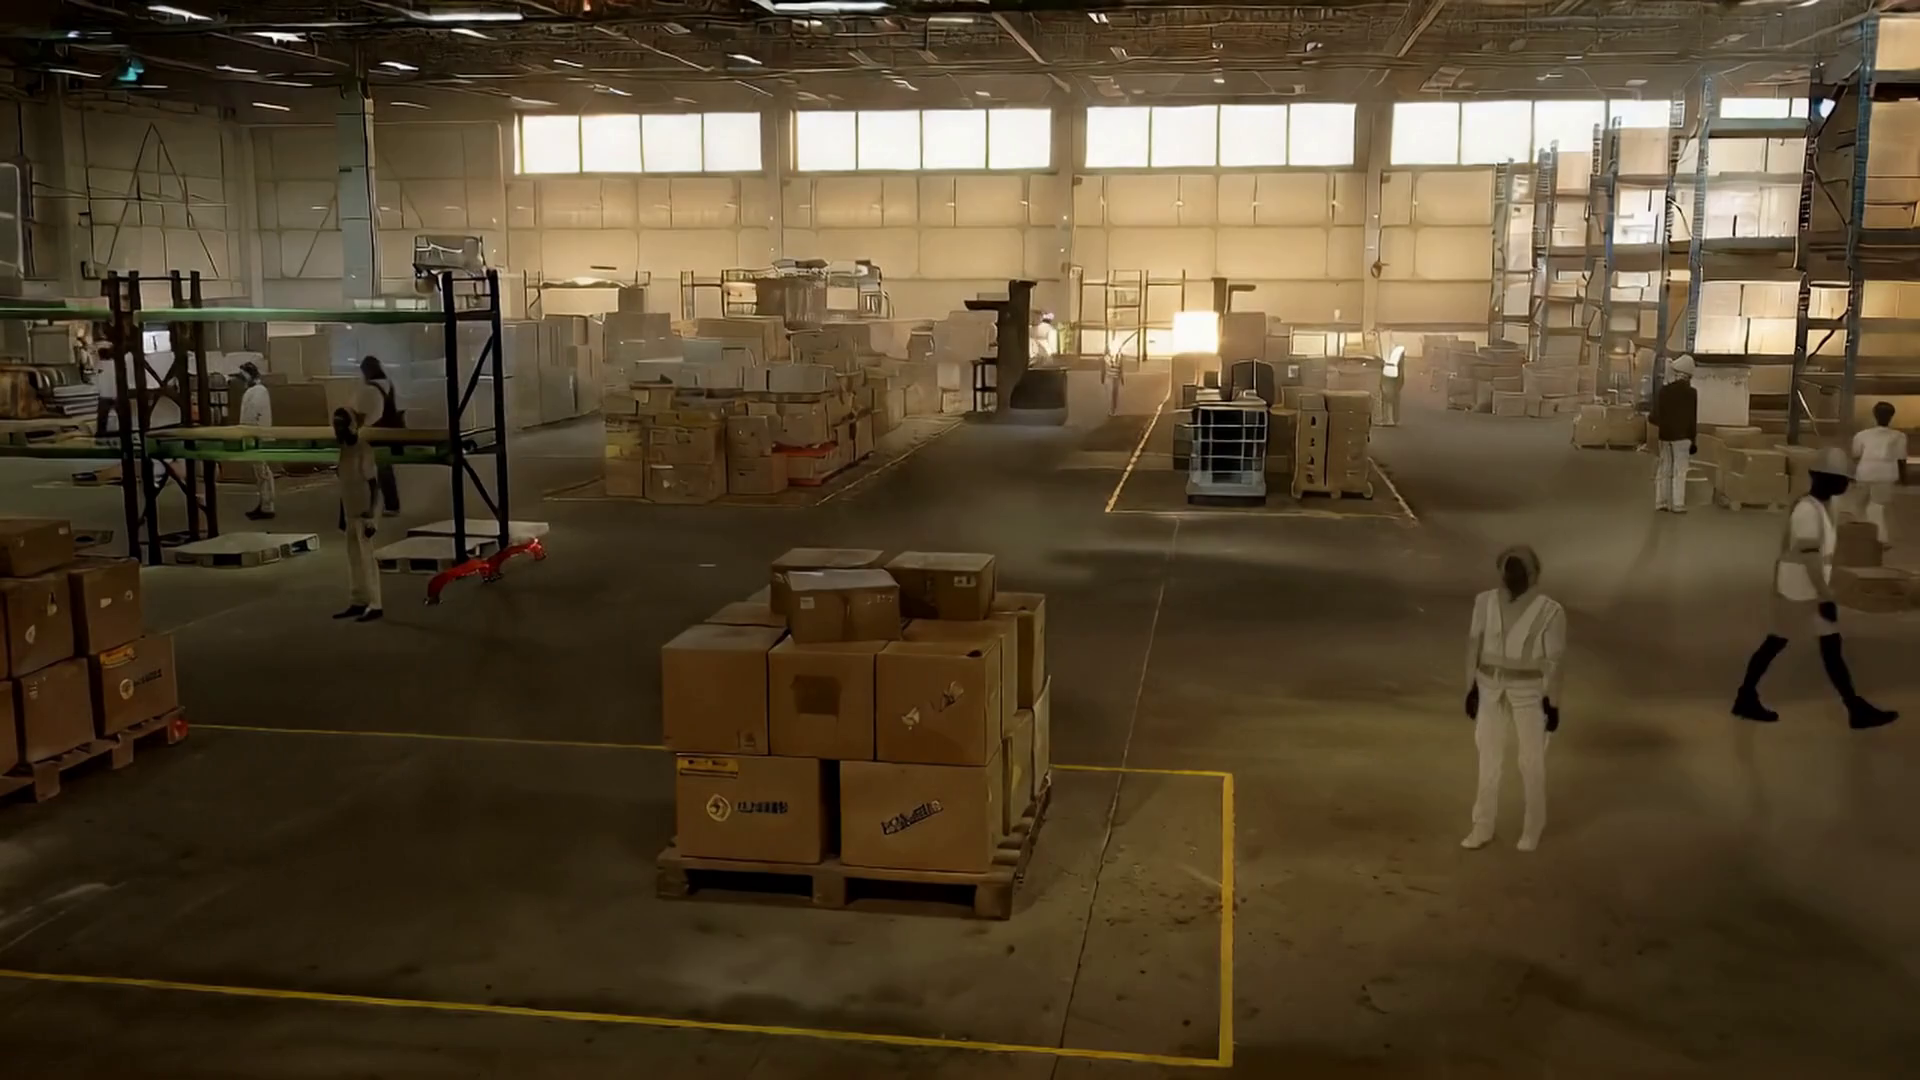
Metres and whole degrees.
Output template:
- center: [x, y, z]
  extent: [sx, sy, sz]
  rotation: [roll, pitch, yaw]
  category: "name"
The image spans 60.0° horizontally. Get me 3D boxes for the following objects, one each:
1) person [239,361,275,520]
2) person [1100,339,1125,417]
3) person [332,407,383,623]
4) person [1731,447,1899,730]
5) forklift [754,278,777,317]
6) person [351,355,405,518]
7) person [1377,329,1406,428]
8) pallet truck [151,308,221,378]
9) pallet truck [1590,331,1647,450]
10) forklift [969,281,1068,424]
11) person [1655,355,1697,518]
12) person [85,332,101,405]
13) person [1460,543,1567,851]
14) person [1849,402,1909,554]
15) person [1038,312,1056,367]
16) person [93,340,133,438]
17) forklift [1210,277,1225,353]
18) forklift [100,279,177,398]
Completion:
- center: [-8.597, -1.217, 20.317]
  extent: [0.372, 1.940, 0.632]
  rotation: [-5, 11, -30]
  category: "person"
- center: [3.168, -3.364, 34.511]
  extent: [0.534, 1.623, 0.370]
  rotation: [0, 9, -1]
  category: "person"
- center: [-5.227, -0.217, 14.383]
  extent: [0.518, 1.865, 0.330]
  rotation: [8, 12, 40]
  category: "person"
- center: [5.663, 0.326, 10.980]
  extent: [1.013, 1.874, 0.556]
  rotation: [9, 13, 43]
  category: "person"
- center: [-4.944, -5.287, 42.519]
  extent: [1.873, 2.768, 1.129]
  rotation: [1, 9, 9]
  category: "forklift"
- center: [-7.262, -1.303, 20.530]
  extent: [1.000, 2.000, 0.696]
  rotation: [3, 10, 21]
  category: "person"
- center: [8.344, -3.113, 32.108]
  extent: [0.397, 1.911, 0.587]
  rotation: [-5, 11, -30]
  category: "person"
- center: [-21.869, -5.598, 47.154]
  extent: [0.823, 1.965, 1.885]
  rotation: [4, 10, 26]
  category: "pallet truck"
- center: [11.253, -2.573, 28.499]
  extent: [0.823, 1.965, 1.885]
  rotation: [5, 10, 27]
  category: "pallet truck"
- center: [1.194, -3.753, 33.059]
  extent: [1.873, 2.768, 1.129]
  rotation: [1, 9, 9]
  category: "forklift"
- center: [8.837, -1.270, 20.466]
  extent: [0.378, 1.996, 0.611]
  rotation: [-3, 10, -18]
  category: "person"
- center: [-18.710, -3.654, 36.090]
  extent: [0.322, 1.697, 0.535]
  rotation: [3, 10, 16]
  category: "person"
- center: [2.877, 0.829, 8.664]
  extent: [0.517, 1.649, 0.332]
  rotation: [8, 12, 41]
  category: "person"
- center: [9.711, -0.633, 17.622]
  extent: [0.852, 1.645, 0.541]
  rotation: [-6, 11, -32]
  category: "person"
- center: [2.486, -5.296, 45.589]
  extent: [0.931, 1.896, 0.574]
  rotation: [4, 10, 25]
  category: "person"
- center: [-14.309, -2.414, 27.902]
  extent: [0.598, 1.868, 1.029]
  rotation: [2, 9, 14]
  category: "person"
- center: [7.499, -6.242, 48.415]
  extent: [1.873, 2.768, 1.129]
  rotation: [1, 9, 9]
  category: "forklift"
- center: [-19.606, -4.720, 39.027]
  extent: [1.873, 2.768, 1.129]
  rotation: [1, 9, 9]
  category: "forklift"
